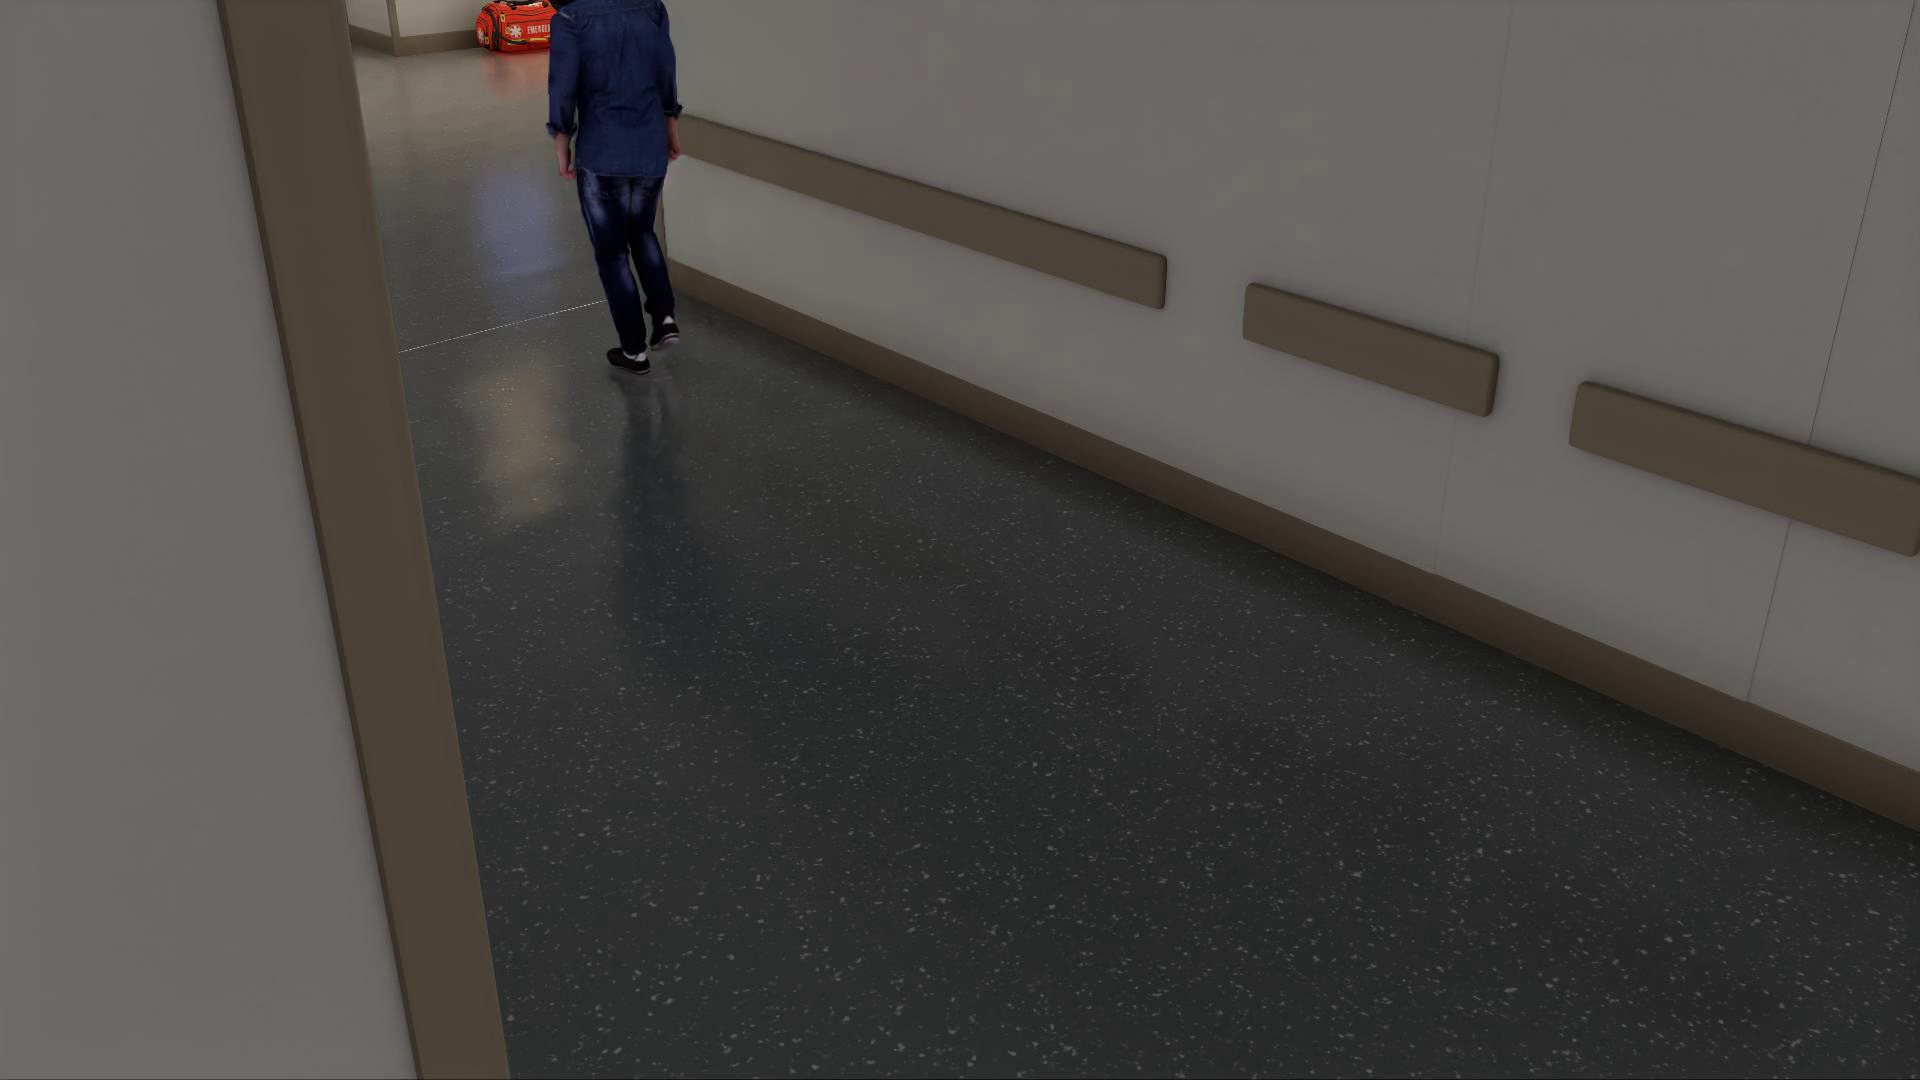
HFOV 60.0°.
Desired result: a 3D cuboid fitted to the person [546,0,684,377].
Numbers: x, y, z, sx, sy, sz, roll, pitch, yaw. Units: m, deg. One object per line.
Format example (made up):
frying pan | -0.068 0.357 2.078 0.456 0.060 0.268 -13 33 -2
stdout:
person | -1.354 -1.548 6.841 0.572 1.815 0.800 -21 33 -37
